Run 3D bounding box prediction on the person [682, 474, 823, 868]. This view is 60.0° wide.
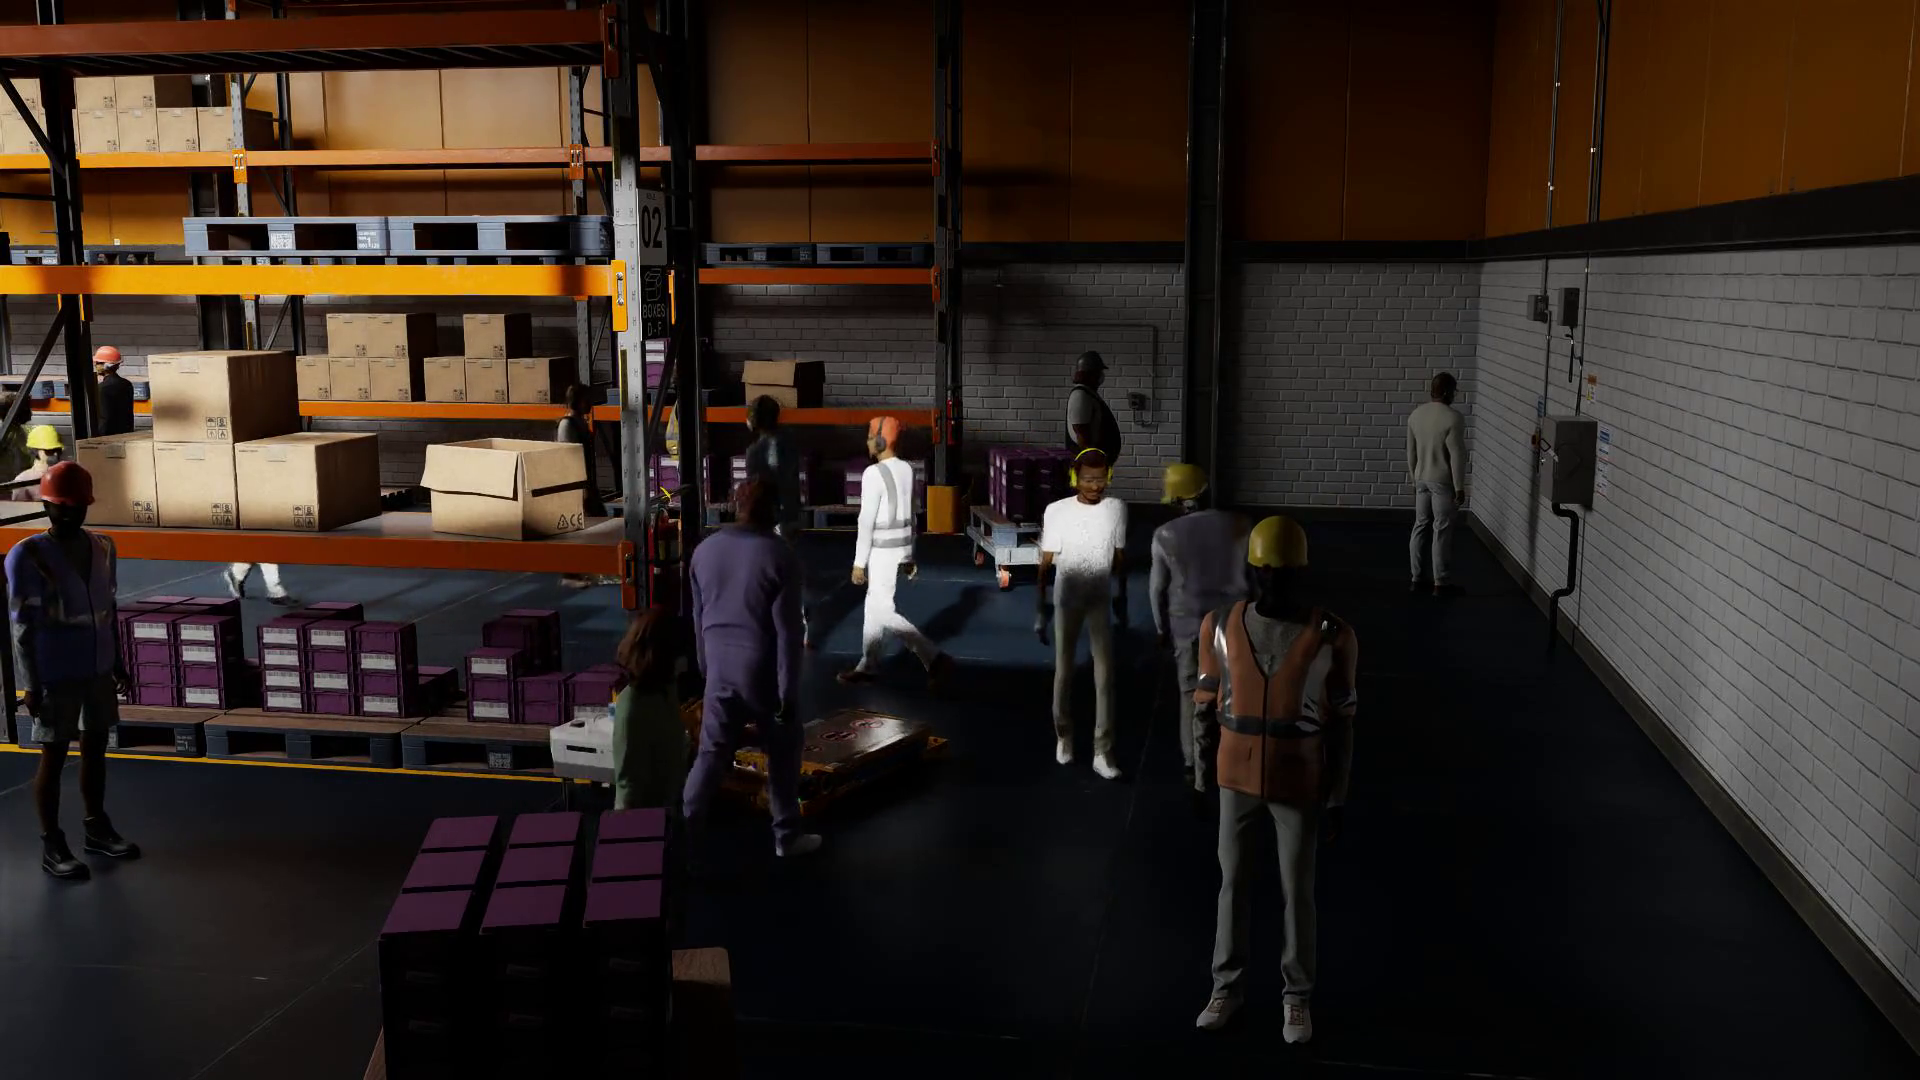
[{"bbox_3d":[-1.026,0.638,7.700,0.667,1.868,0.870,5,10,28],"label":"person"}]

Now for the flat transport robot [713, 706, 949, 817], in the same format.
[{"bbox_3d":[-0.705,1.191,9.166,0.652,0.197,1.431,5,11,30],"label":"flat transport robot"}]

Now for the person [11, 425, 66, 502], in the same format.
[{"bbox_3d":[-6.335,0.055,11.726,0.852,1.726,0.527,1,9,6],"label":"person"}]

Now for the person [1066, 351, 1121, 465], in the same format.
[{"bbox_3d":[1.291,-0.810,16.107,0.537,2.000,0.683,1,9,6],"label":"person"}]

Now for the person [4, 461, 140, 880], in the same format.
[{"bbox_3d":[-4.106,0.591,7.747,0.374,1.934,0.548,4,10,23],"label":"person"}]

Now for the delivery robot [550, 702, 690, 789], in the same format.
[{"bbox_3d":[-1.771,1.086,8.652,0.707,0.478,0.477,4,10,22],"label":"delivery robot"}]

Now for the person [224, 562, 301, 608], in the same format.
[{"bbox_3d":[-5.926,-0.340,13.979,0.882,1.798,0.592,5,10,26],"label":"person"}]

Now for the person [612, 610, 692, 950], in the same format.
[{"bbox_3d":[-1.143,1.039,5.959,0.491,1.620,0.501,1,9,6],"label":"person"}]

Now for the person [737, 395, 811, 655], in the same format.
[{"bbox_3d":[-1.511,-0.106,12.175,0.957,1.896,0.656,3,10,16],"label":"person"}]

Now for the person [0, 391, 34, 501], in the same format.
[{"bbox_3d":[-8.228,-0.380,14.245,0.798,1.792,0.644,-2,9,-14],"label":"person"}]

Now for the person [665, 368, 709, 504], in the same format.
[{"bbox_3d":[-2.785,-0.852,16.991,0.430,1.844,0.623,0,9,1],"label":"person"}]

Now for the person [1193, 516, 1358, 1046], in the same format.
[{"bbox_3d":[1.129,0.865,6.057,0.590,1.930,0.359,3,10,21],"label":"person"}]

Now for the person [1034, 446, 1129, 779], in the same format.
[{"bbox_3d":[0.686,0.402,9.215,0.571,1.831,0.811,-1,9,-6],"label":"person"}]

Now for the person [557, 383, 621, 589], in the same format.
[{"bbox_3d":[-3.233,-0.459,14.615,0.695,1.825,0.525,2,9,12],"label":"person"}]

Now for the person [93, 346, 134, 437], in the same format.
[{"bbox_3d":[-9.176,-1.104,18.066,0.368,1.996,0.622,0,9,2],"label":"person"}]

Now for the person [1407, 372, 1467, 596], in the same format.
[{"bbox_3d":[4.142,-0.486,14.423,0.373,1.938,0.627,-5,10,-29],"label":"person"}]

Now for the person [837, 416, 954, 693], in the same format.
[{"bbox_3d":[-0.434,0.105,11.017,0.842,1.862,0.578,4,10,22],"label":"person"}]

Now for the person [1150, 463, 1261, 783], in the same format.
[{"bbox_3d":[1.346,0.465,9.049,0.632,1.776,0.406,0,9,1],"label":"person"}]
